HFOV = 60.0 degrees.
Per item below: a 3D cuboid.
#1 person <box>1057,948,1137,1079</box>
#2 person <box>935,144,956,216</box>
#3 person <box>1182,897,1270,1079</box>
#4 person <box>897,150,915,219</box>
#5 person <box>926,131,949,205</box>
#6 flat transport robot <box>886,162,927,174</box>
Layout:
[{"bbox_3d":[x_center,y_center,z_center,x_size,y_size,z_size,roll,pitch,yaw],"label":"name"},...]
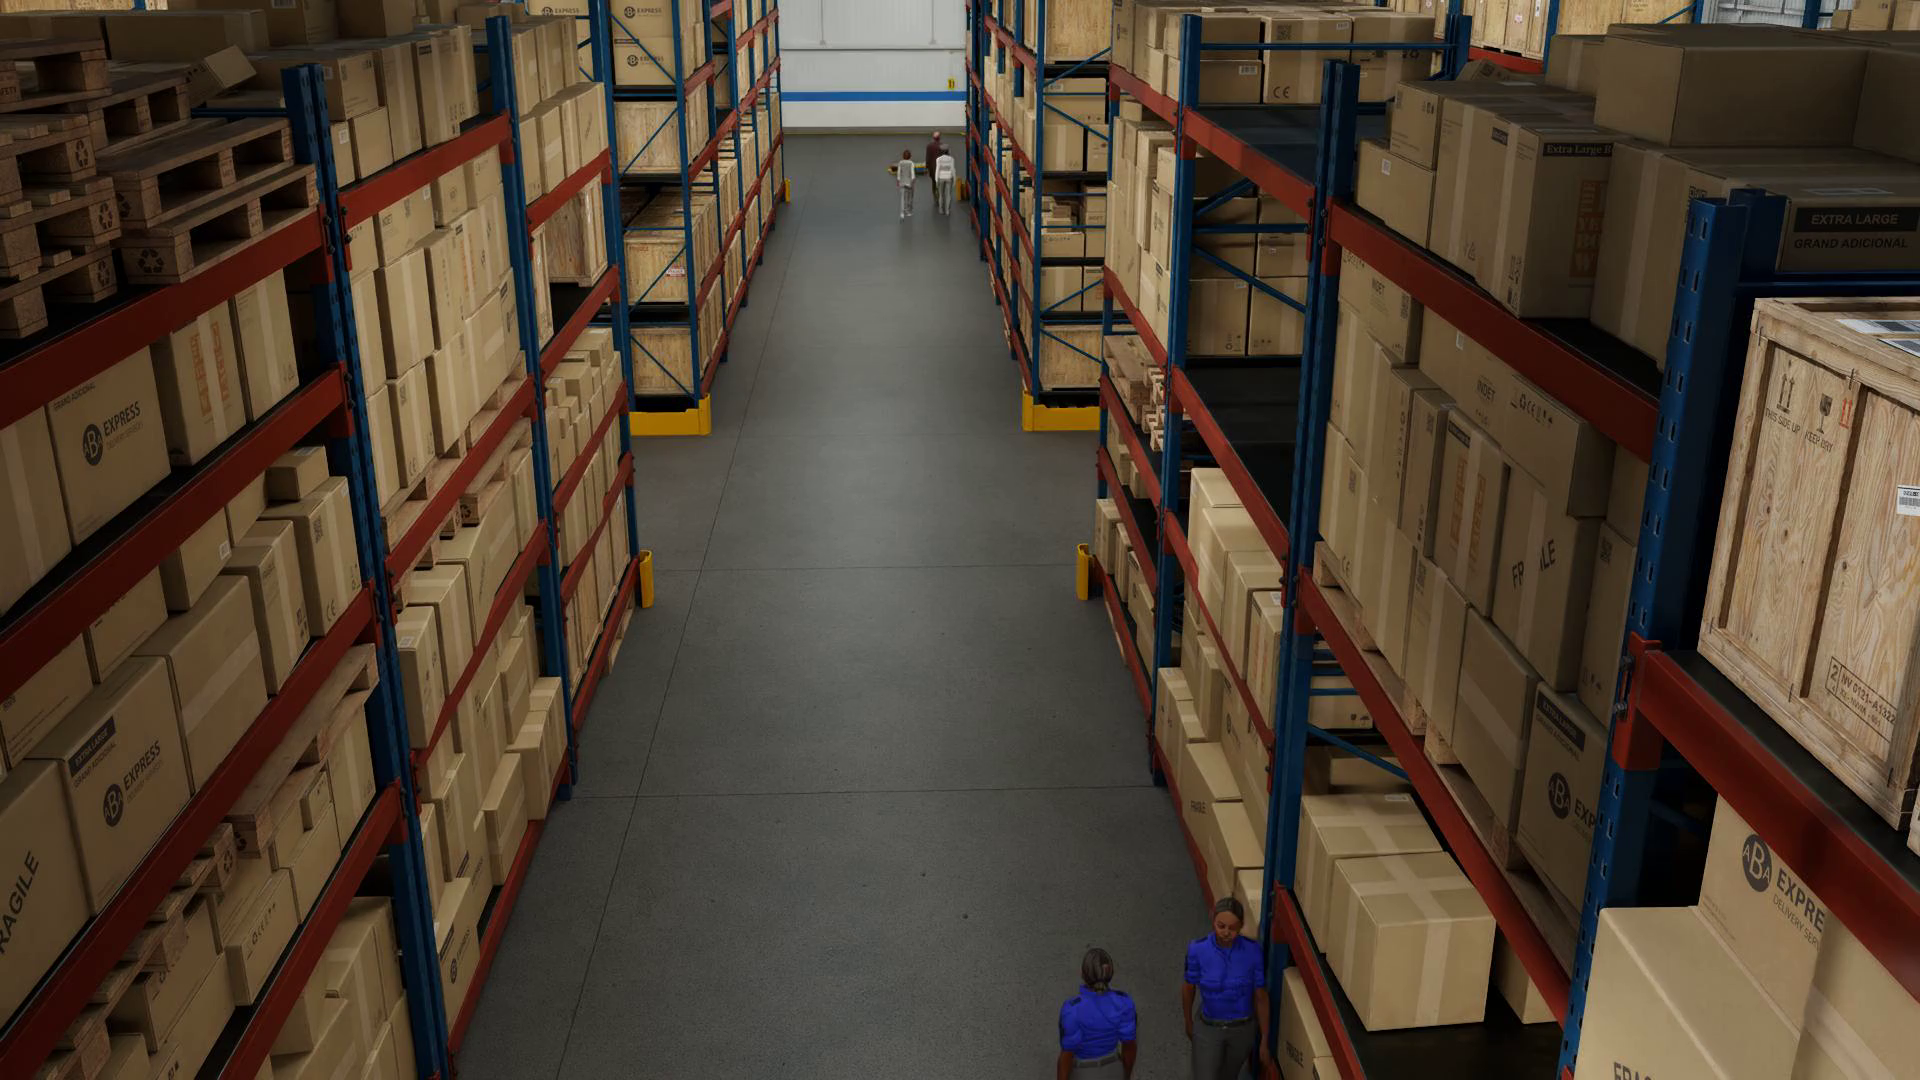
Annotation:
[{"bbox_3d":[0.701,2.890,8.926,0.438,1.641,0.349,-6,21,-16],"label":"person"},{"bbox_3d":[-0.340,-8.594,39.659,0.489,1.684,0.764,1,21,4],"label":"person"},{"bbox_3d":[1.486,2.774,9.202,0.455,1.627,0.874,-2,21,-4],"label":"person"},{"bbox_3d":[-1.275,-8.403,39.249,0.443,1.564,0.864,0,20,1],"label":"person"},{"bbox_3d":[-0.550,-9.222,41.204,0.592,1.763,0.956,4,21,11],"label":"person"},{"bbox_3d":[-1.299,-10.388,46.561,1.431,0.256,0.659,-7,21,-17],"label":"flat transport robot"}]
